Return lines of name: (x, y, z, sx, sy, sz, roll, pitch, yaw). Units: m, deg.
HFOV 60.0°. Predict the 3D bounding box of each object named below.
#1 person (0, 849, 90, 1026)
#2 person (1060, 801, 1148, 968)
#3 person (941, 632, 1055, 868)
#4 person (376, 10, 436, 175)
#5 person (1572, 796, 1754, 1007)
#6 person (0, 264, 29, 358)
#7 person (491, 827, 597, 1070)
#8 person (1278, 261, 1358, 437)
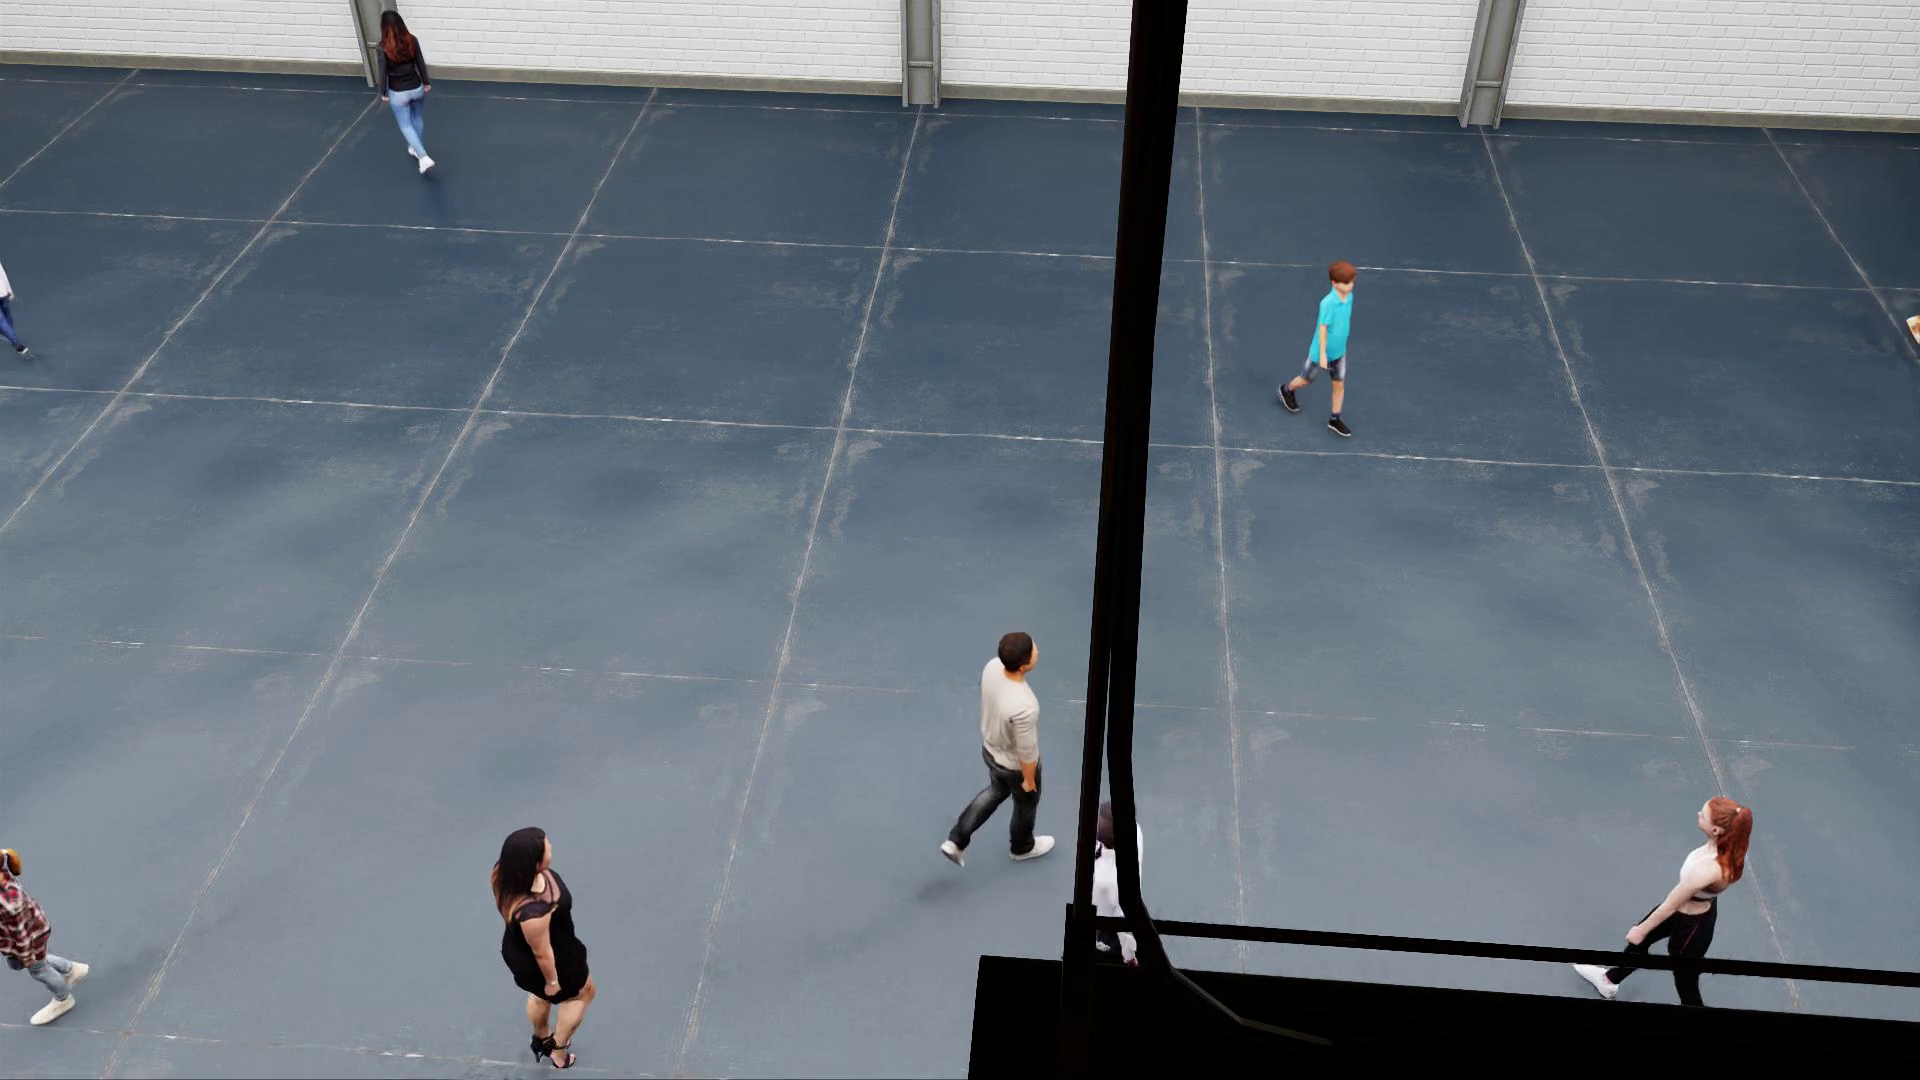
person: (-4.831, 2.004, 8.667, 0.727, 1.300, 0.667, -28, 46, -30)
person: (0.865, 1.955, 8.335, 1.269, 1.792, 0.703, 6, 39, 7)
person: (0.206, 1.213, 9.262, 1.081, 1.795, 0.966, -19, 42, -22)
person: (-5.456, -4.412, 16.456, 1.029, 1.606, 1.108, -31, 48, -33)
person: (3.745, 1.991, 8.351, 1.067, 1.717, 0.920, 25, 45, 28)
person: (-8.058, -2.039, 13.897, 0.828, 1.092, 0.697, 26, 46, 29)
person: (-2.150, 2.090, 8.238, 0.819, 1.702, 0.765, -26, 46, -29)
person: (2.825, -1.538, 13.002, 0.944, 1.426, 0.938, -21, 43, -25)
